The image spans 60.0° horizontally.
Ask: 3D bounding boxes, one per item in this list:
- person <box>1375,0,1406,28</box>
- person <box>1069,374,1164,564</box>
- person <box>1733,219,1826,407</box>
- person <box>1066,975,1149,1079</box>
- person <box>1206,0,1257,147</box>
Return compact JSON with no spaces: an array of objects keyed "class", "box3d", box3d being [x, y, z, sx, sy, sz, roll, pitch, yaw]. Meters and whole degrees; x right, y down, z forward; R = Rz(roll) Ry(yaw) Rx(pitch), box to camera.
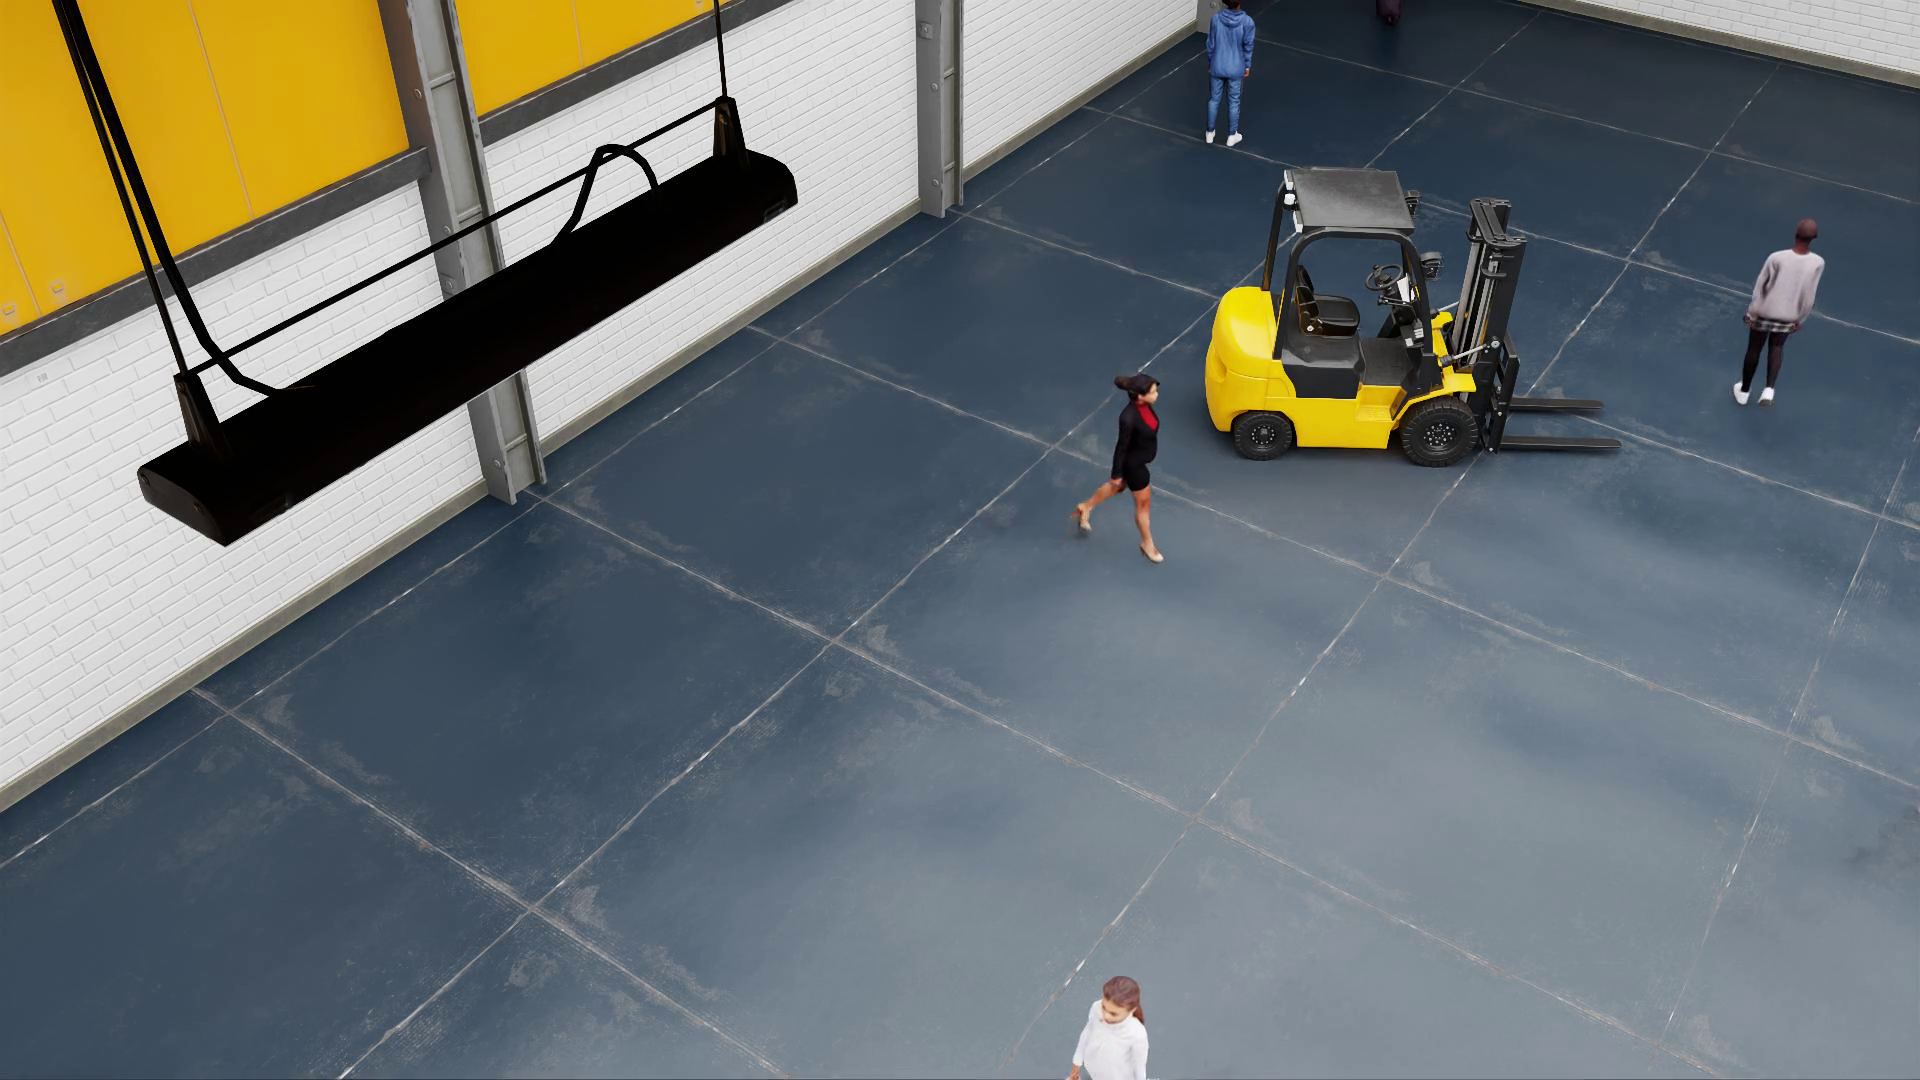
[{"class":"person","box3d":[5.534,-7.265,20.919,0.821,1.610,0.892,-2,39,-2]},{"class":"person","box3d":[1.213,-0.561,12.529,0.778,1.603,1.011,14,41,16]},{"class":"person","box3d":[6.900,-1.857,14.026,0.793,1.761,0.897,6,39,8]},{"class":"person","box3d":[0.839,2.698,8.520,1.116,1.515,0.705,-30,47,-32]},{"class":"person","box3d":[2.932,-5.205,18.178,0.725,1.811,0.656,14,41,16]}]
